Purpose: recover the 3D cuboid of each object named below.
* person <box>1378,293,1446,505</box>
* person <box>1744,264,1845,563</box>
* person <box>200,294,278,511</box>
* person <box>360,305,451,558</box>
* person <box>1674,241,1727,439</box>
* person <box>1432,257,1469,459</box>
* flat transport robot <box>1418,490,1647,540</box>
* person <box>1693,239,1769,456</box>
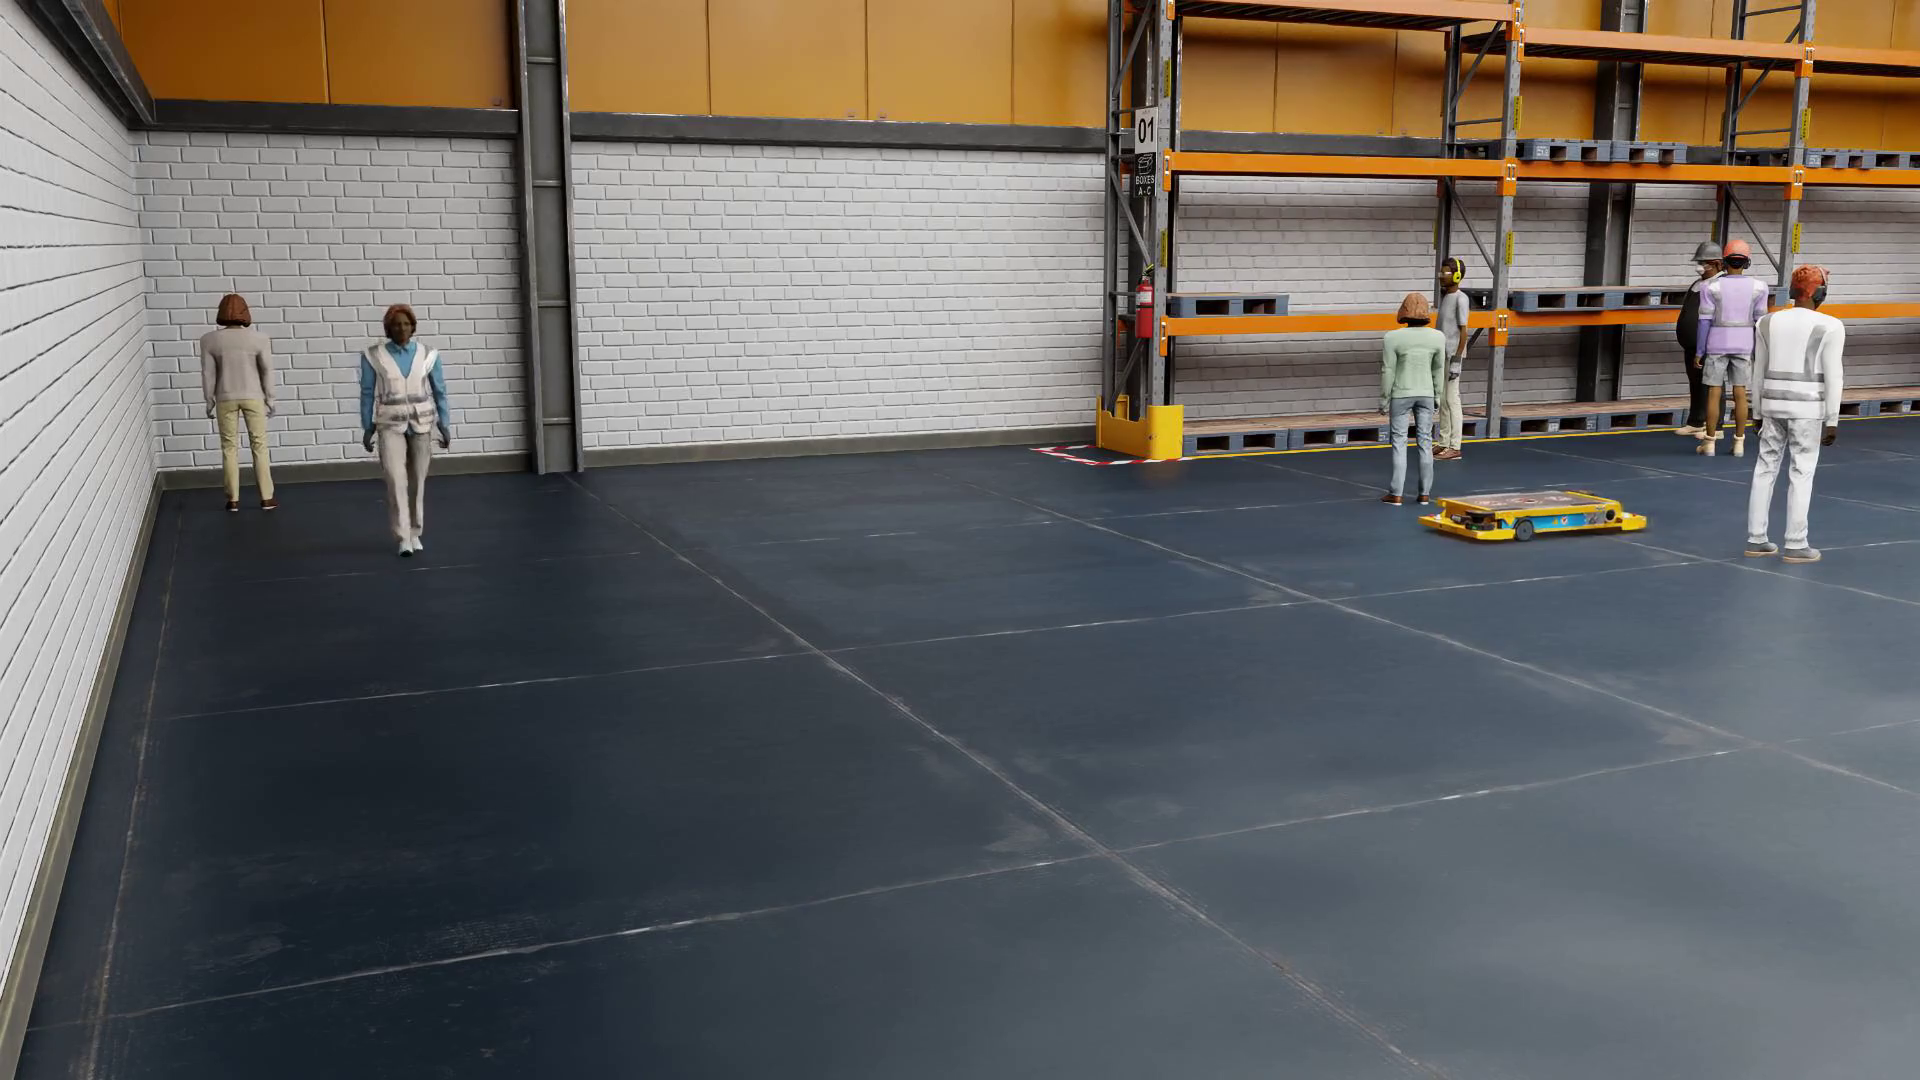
[{"bbox_3d":[3.471,-1.078,12.800,0.502,1.633,0.280,-1,10,-7],"label":"person"},{"bbox_3d":[5.285,-0.794,10.533,0.338,1.882,0.571,-7,12,-34],"label":"person"},{"bbox_3d":[-5.429,-1.031,12.535,0.502,1.632,0.279,-3,11,-17],"label":"person"},{"bbox_3d":[-3.522,-0.686,10.652,0.541,1.606,0.758,-6,12,-30],"label":"person"},{"bbox_3d":[7.677,-2.070,17.189,0.535,2.000,0.679,-1,10,-6],"label":"person"},{"bbox_3d":[4.548,-1.687,15.524,0.328,1.876,0.515,-1,10,-6],"label":"person"},{"bbox_3d":[3.999,-0.185,11.621,1.431,0.197,0.652,-4,11,-20],"label":"flat transport robot"},{"bbox_3d":[7.257,-1.805,15.709,0.614,2.042,0.373,2,10,9],"label":"person"}]
